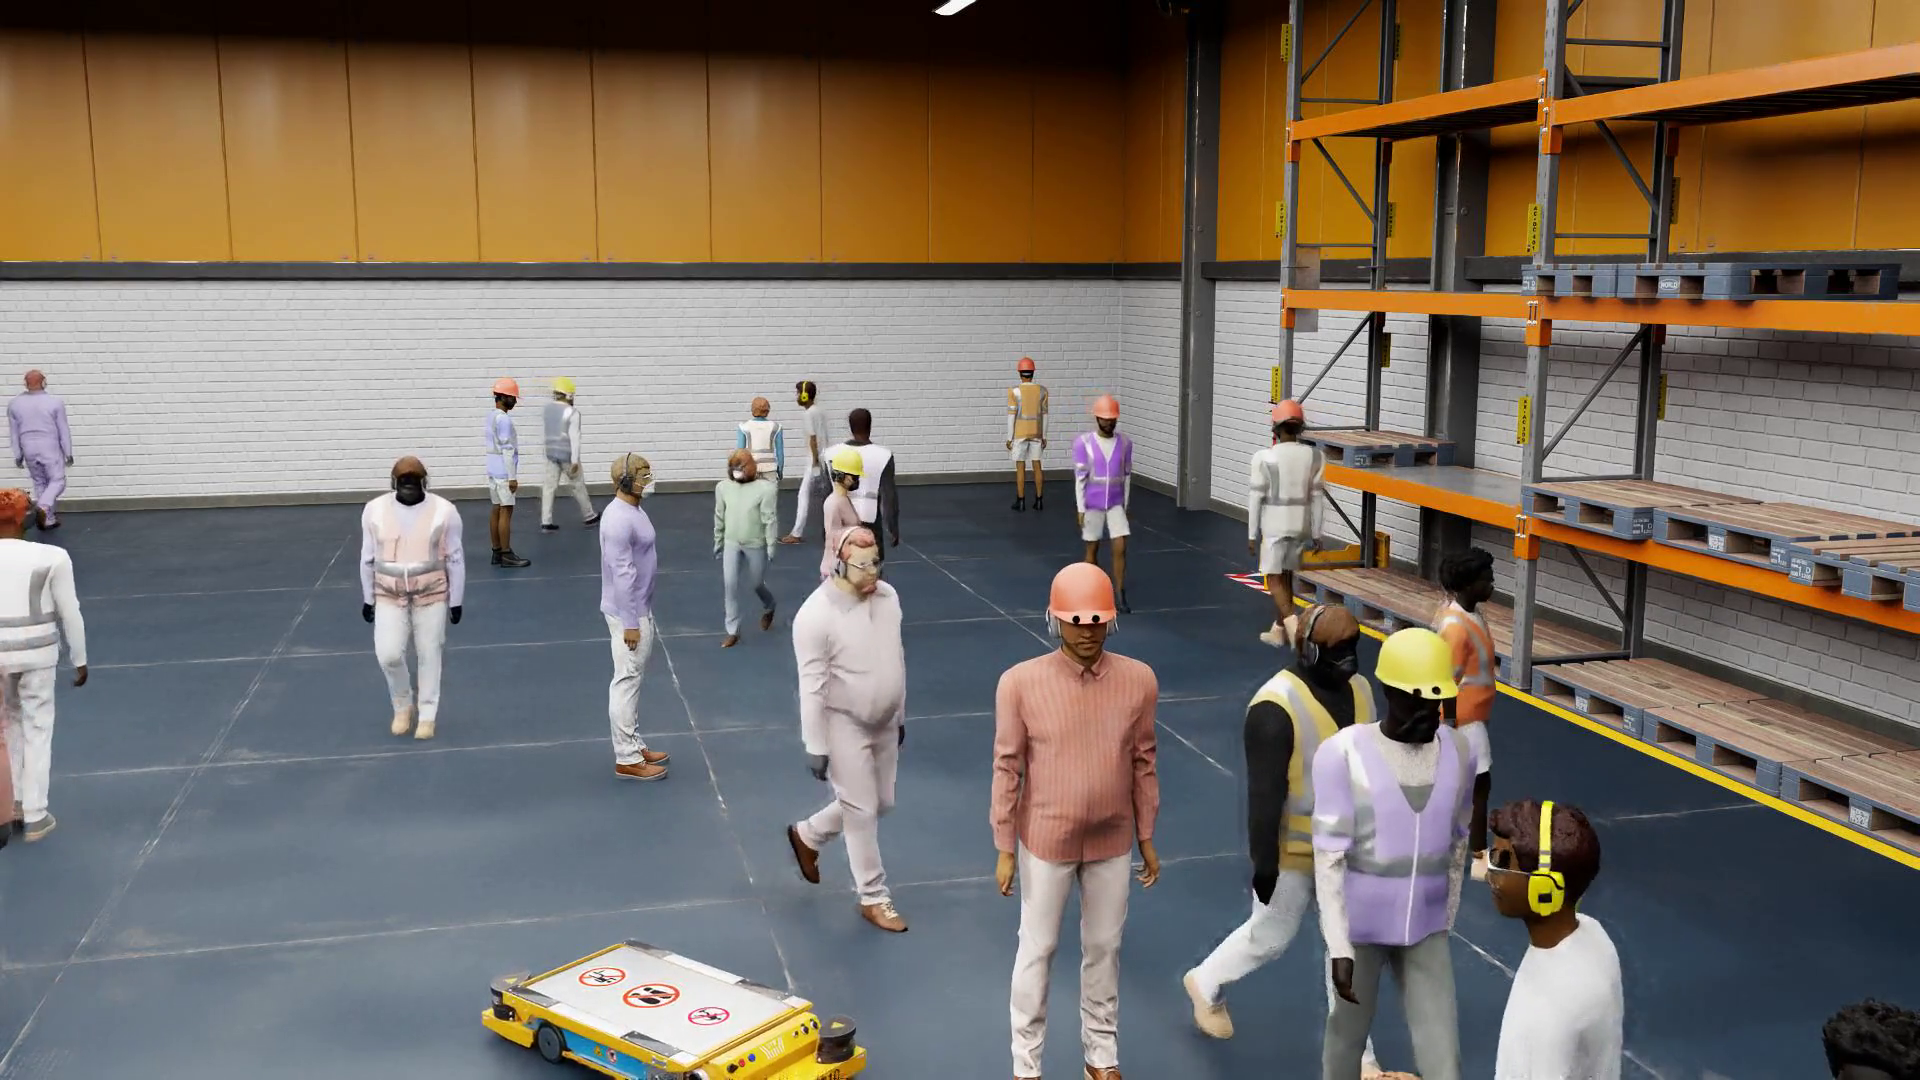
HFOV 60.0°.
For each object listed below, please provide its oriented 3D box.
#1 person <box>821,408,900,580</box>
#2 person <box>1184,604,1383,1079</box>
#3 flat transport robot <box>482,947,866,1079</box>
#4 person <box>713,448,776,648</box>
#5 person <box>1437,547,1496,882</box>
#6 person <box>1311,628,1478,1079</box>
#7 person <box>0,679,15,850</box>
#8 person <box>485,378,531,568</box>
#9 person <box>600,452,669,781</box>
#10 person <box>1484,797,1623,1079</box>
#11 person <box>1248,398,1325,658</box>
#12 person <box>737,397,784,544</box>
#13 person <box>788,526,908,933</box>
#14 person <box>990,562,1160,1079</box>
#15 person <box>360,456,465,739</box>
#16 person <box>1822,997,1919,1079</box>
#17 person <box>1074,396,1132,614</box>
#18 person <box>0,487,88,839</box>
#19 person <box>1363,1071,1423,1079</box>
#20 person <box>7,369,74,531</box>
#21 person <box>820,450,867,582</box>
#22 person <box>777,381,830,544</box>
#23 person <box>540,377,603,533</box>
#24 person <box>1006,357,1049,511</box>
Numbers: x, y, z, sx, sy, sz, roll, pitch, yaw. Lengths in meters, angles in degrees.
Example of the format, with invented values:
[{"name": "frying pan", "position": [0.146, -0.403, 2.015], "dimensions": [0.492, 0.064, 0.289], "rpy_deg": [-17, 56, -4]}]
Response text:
[{"name": "person", "position": [-0.826, -0.129, 13.606], "dimensions": [0.690, 1.890, 0.503], "rpy_deg": [2, 9, 11]}, {"name": "person", "position": [1.232, 1.102, 6.193], "dimensions": [0.636, 1.814, 0.869], "rpy_deg": [-7, 12, -38]}, {"name": "flat transport robot", "position": [-1.109, 1.842, 6.328], "dimensions": [1.431, 0.197, 0.652], "rpy_deg": [7, 11, 37]}, {"name": "person", "position": [-1.730, 0.028, 13.534], "dimensions": [0.525, 1.602, 0.742], "rpy_deg": [2, 9, 11]}, {"name": "person", "position": [2.407, 0.845, 8.206], "dimensions": [0.733, 1.671, 0.537], "rpy_deg": [4, 10, 21]}, {"name": "person", "position": [1.397, 1.222, 5.180], "dimensions": [0.598, 1.891, 0.844], "rpy_deg": [-2, 9, -12]}, {"name": "person", "position": [-4.043, 1.047, 6.432], "dimensions": [0.621, 1.840, 1.003], "rpy_deg": [0, 9, 1]}, {"name": "person", "position": [-4.628, -0.684, 16.948], "dimensions": [0.383, 1.927, 0.543], "rpy_deg": [-6, 11, -32]}, {"name": "person", "position": [-1.938, 0.444, 9.868], "dimensions": [0.372, 1.940, 0.631], "rpy_deg": [-1, 9, -6]}, {"name": "person", "position": [1.357, 1.476, 3.722], "dimensions": [0.575, 1.853, 0.515], "rpy_deg": [5, 10, 26]}, {"name": "person", "position": [2.562, -0.089, 12.971], "dimensions": [0.613, 2.020, 0.879], "rpy_deg": [-2, 9, -13]}, {"name": "person", "position": [-2.186, -0.751, 18.282], "dimensions": [0.512, 1.634, 0.313], "rpy_deg": [-2, 9, -10]}, {"name": "person", "position": [-0.544, 0.837, 7.635], "dimensions": [0.706, 1.874, 0.660], "rpy_deg": [7, 11, 37]}, {"name": "person", "position": [0.418, 1.056, 5.869], "dimensions": [0.622, 1.992, 0.397], "rpy_deg": [-2, 9, -14]}, {"name": "person", "position": [-3.496, 0.373, 10.646], "dimensions": [0.657, 1.829, 0.450], "rpy_deg": [-2, 9, -10]}, {"name": "person", "position": [1.634, 1.649, 3.092], "dimensions": [0.533, 1.698, 0.322], "rpy_deg": [2, 9, 13]}, {"name": "person", "position": [1.281, -0.300, 14.596], "dimensions": [0.548, 1.905, 0.807], "rpy_deg": [-1, 9, -9]}, {"name": "person", "position": [-4.986, 0.642, 8.868], "dimensions": [0.602, 1.858, 0.577], "rpy_deg": [-2, 9, -13]}, {"name": "person", "position": [0.820, 1.732, 2.938], "dimensions": [0.485, 1.592, 0.826], "rpy_deg": [-4, 10, -22]}, {"name": "person", "position": [-10.600, -1.025, 19.174], "dimensions": [0.652, 1.884, 0.757], "rpy_deg": [0, 9, -2]}, {"name": "person", "position": [-0.811, 0.242, 11.690], "dimensions": [0.327, 1.761, 0.524], "rpy_deg": [1, 9, 6]}, {"name": "person", "position": [-1.584, -0.846, 18.320], "dimensions": [0.862, 1.823, 0.558], "rpy_deg": [3, 9, 16]}, {"name": "person", "position": [-4.570, -0.988, 19.292], "dimensions": [0.602, 1.785, 0.918], "rpy_deg": [5, 10, 28]}, {"name": "person", "position": [0.838, -1.331, 20.959], "dimensions": [0.549, 1.934, 0.374], "rpy_deg": [-3, 9, -16]}]
